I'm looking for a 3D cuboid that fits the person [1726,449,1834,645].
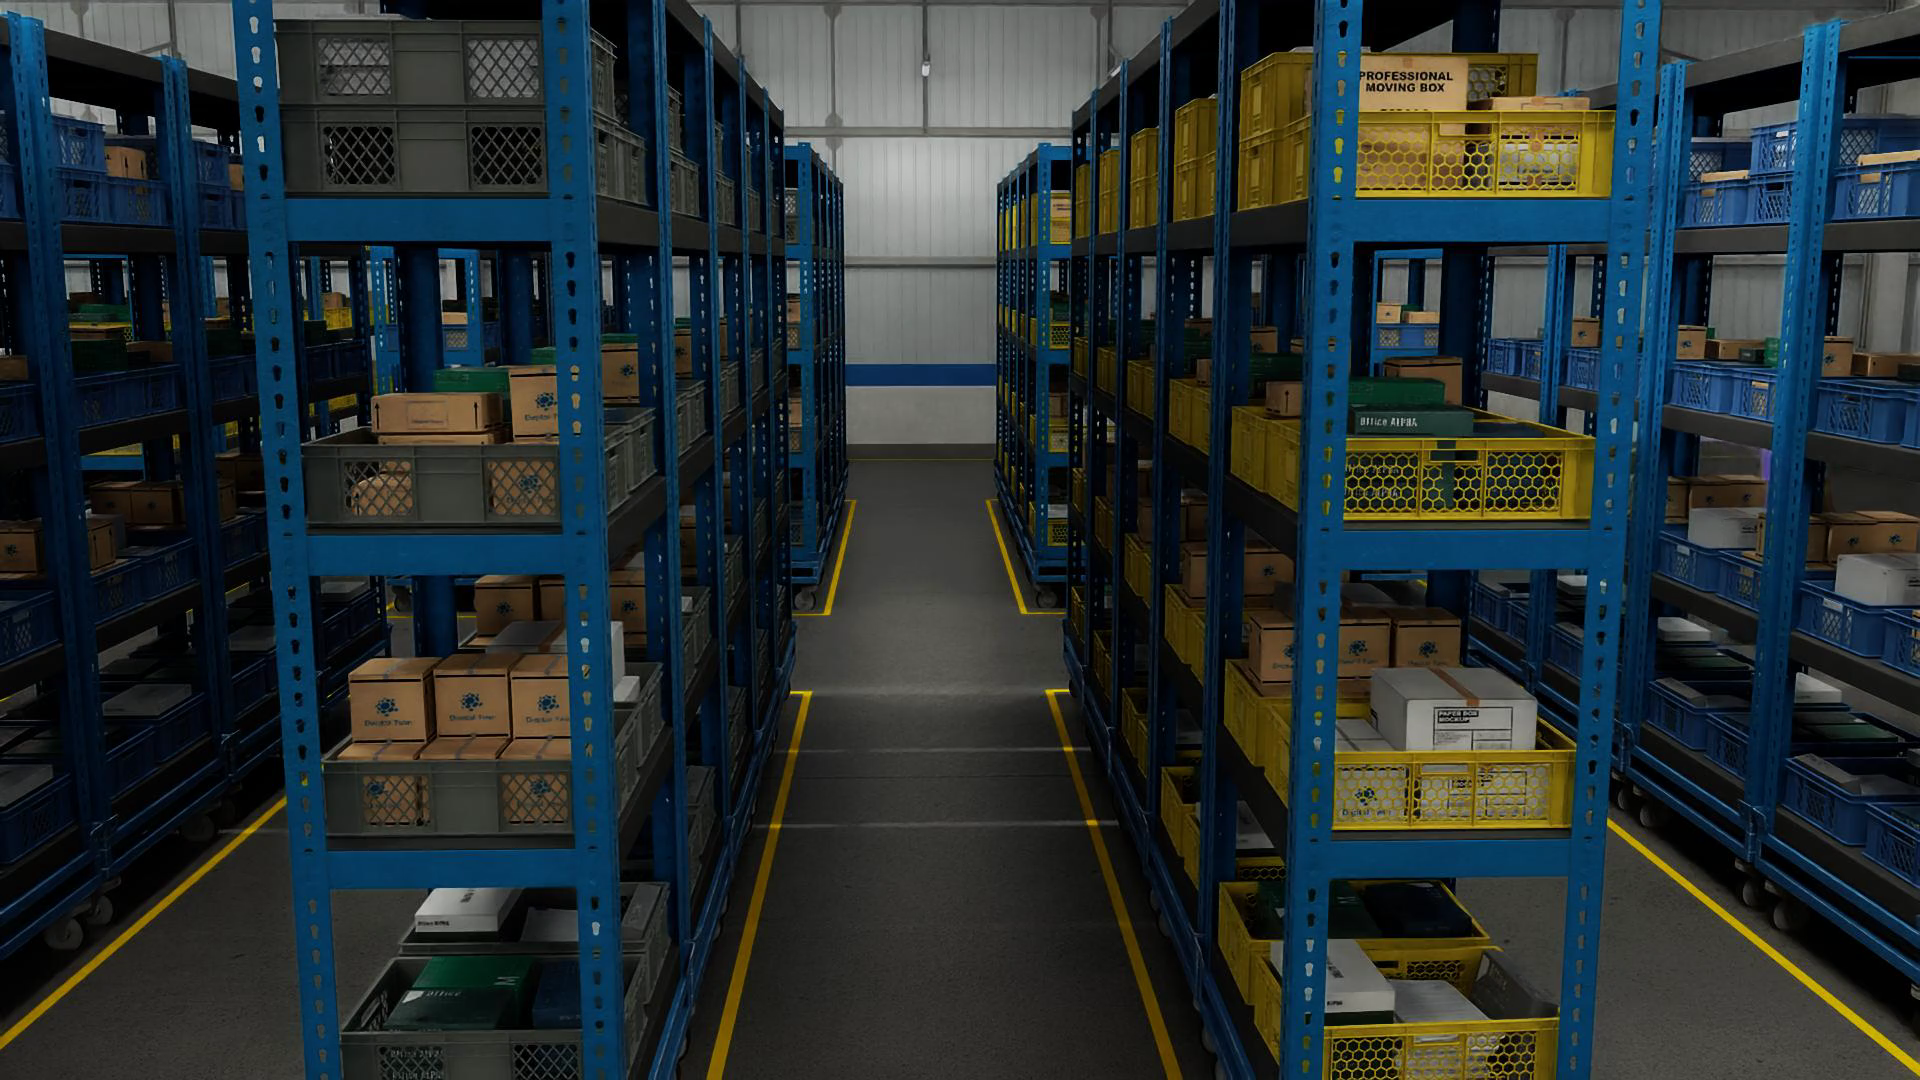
[{"bbox_3d":[5.903,-0.142,11.823,0.985,1.798,0.572,-1,9,-6],"label":"person"}]
